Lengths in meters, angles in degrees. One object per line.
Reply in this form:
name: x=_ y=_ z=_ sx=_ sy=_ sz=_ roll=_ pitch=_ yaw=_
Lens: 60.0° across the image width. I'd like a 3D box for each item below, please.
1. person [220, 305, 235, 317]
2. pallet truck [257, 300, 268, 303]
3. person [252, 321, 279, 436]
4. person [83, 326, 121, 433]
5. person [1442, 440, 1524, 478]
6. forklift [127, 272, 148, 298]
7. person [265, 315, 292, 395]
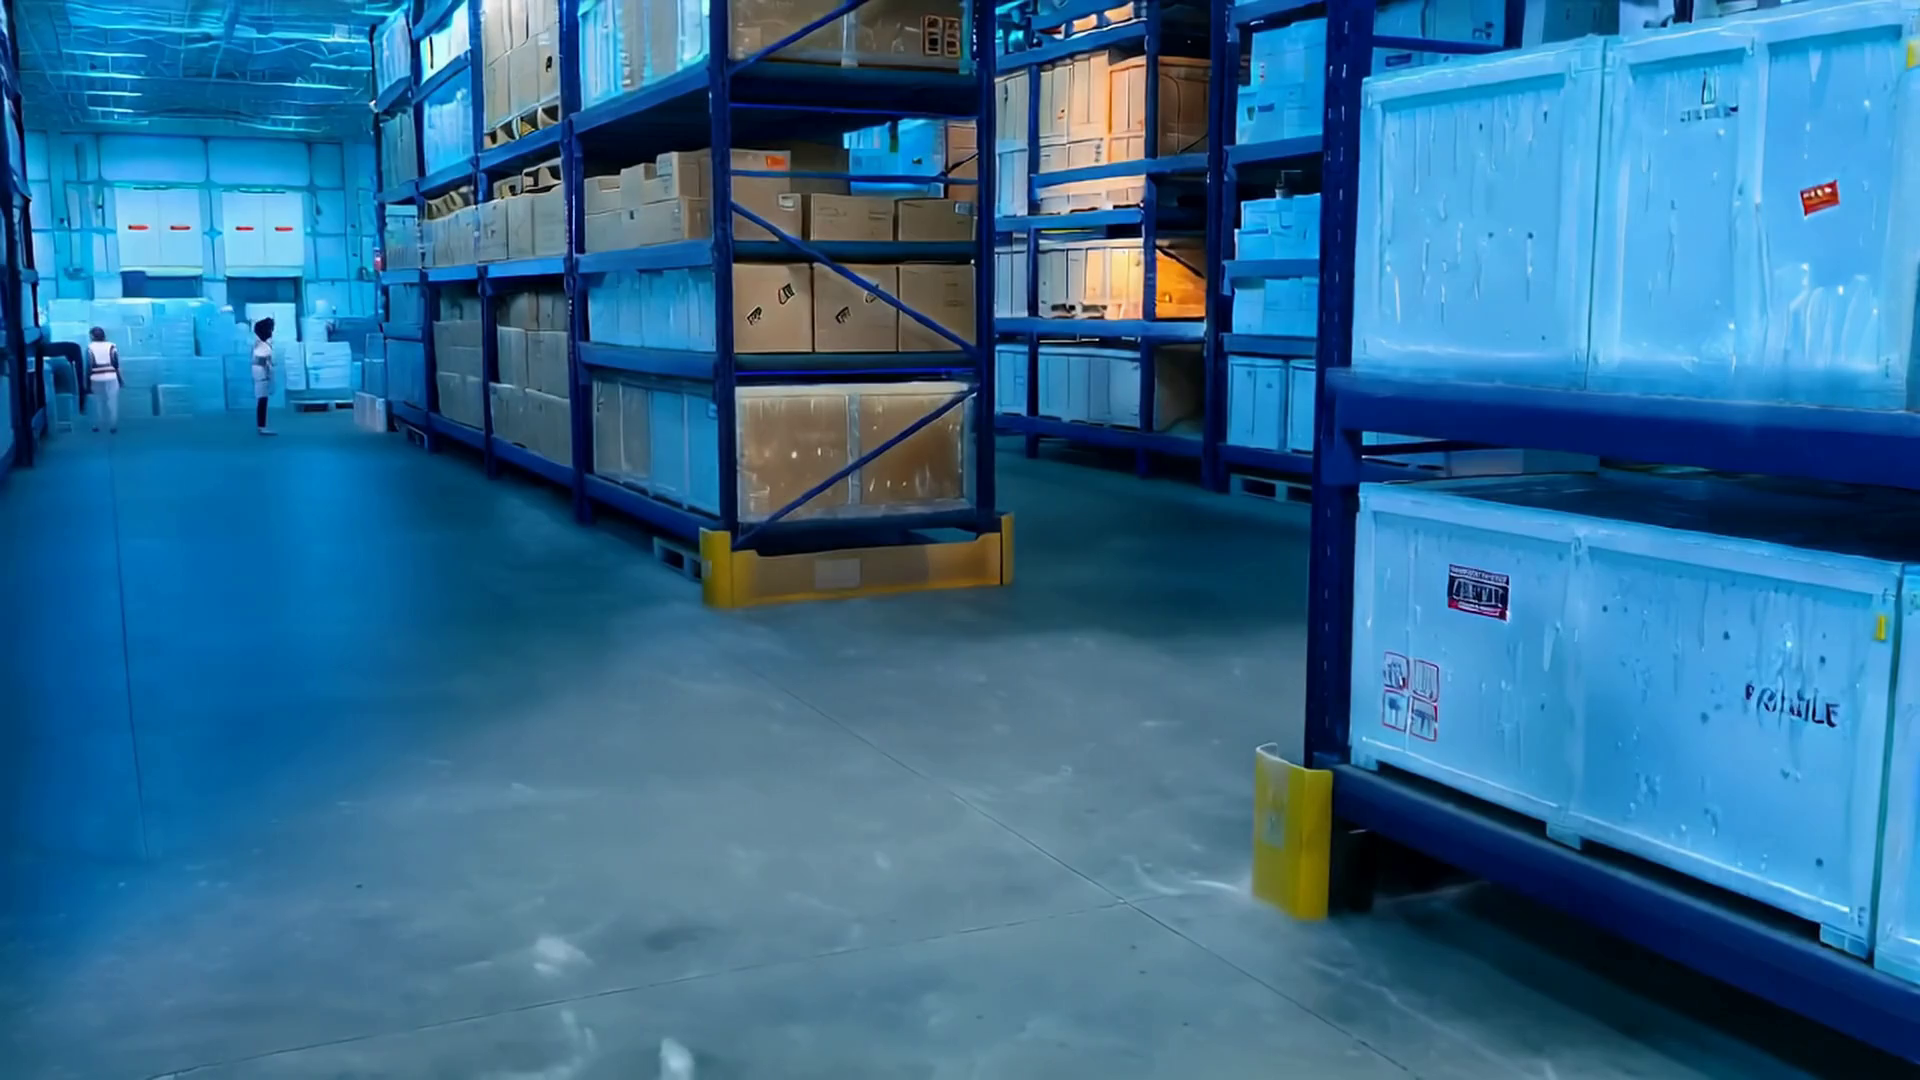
person: x=-14.928 y=-3.852 z=34.037 sx=0.907 sy=1.886 sz=0.552 roll=-5 pitch=10 yaw=-30
pallet truck: x=-23.913 y=-7.404 z=58.171 sx=1.885 sy=1.965 sz=0.823 roll=-1 pitch=8 yaw=-9
person: x=-10.300 y=-2.385 z=24.604 sx=0.320 sy=1.693 sz=0.531 roll=-4 pitch=9 yaw=-25
person: x=-12.956 y=-2.418 z=25.129 sx=0.526 sy=1.605 sz=0.793 roll=-6 pitch=10 yaw=-34
person: x=3.330 y=-0.433 z=10.685 sx=0.666 sy=1.828 sz=0.630 roll=-7 pitch=11 yaw=-40
forklift: x=-24.861 y=-6.718 z=50.416 sx=1.873 sy=2.768 sz=1.129 roll=-8 pitch=11 yaw=-43
person: x=-14.335 y=-3.860 z=34.835 sx=0.674 sy=1.673 sz=0.545 roll=-6 pitch=10 yaw=-38
